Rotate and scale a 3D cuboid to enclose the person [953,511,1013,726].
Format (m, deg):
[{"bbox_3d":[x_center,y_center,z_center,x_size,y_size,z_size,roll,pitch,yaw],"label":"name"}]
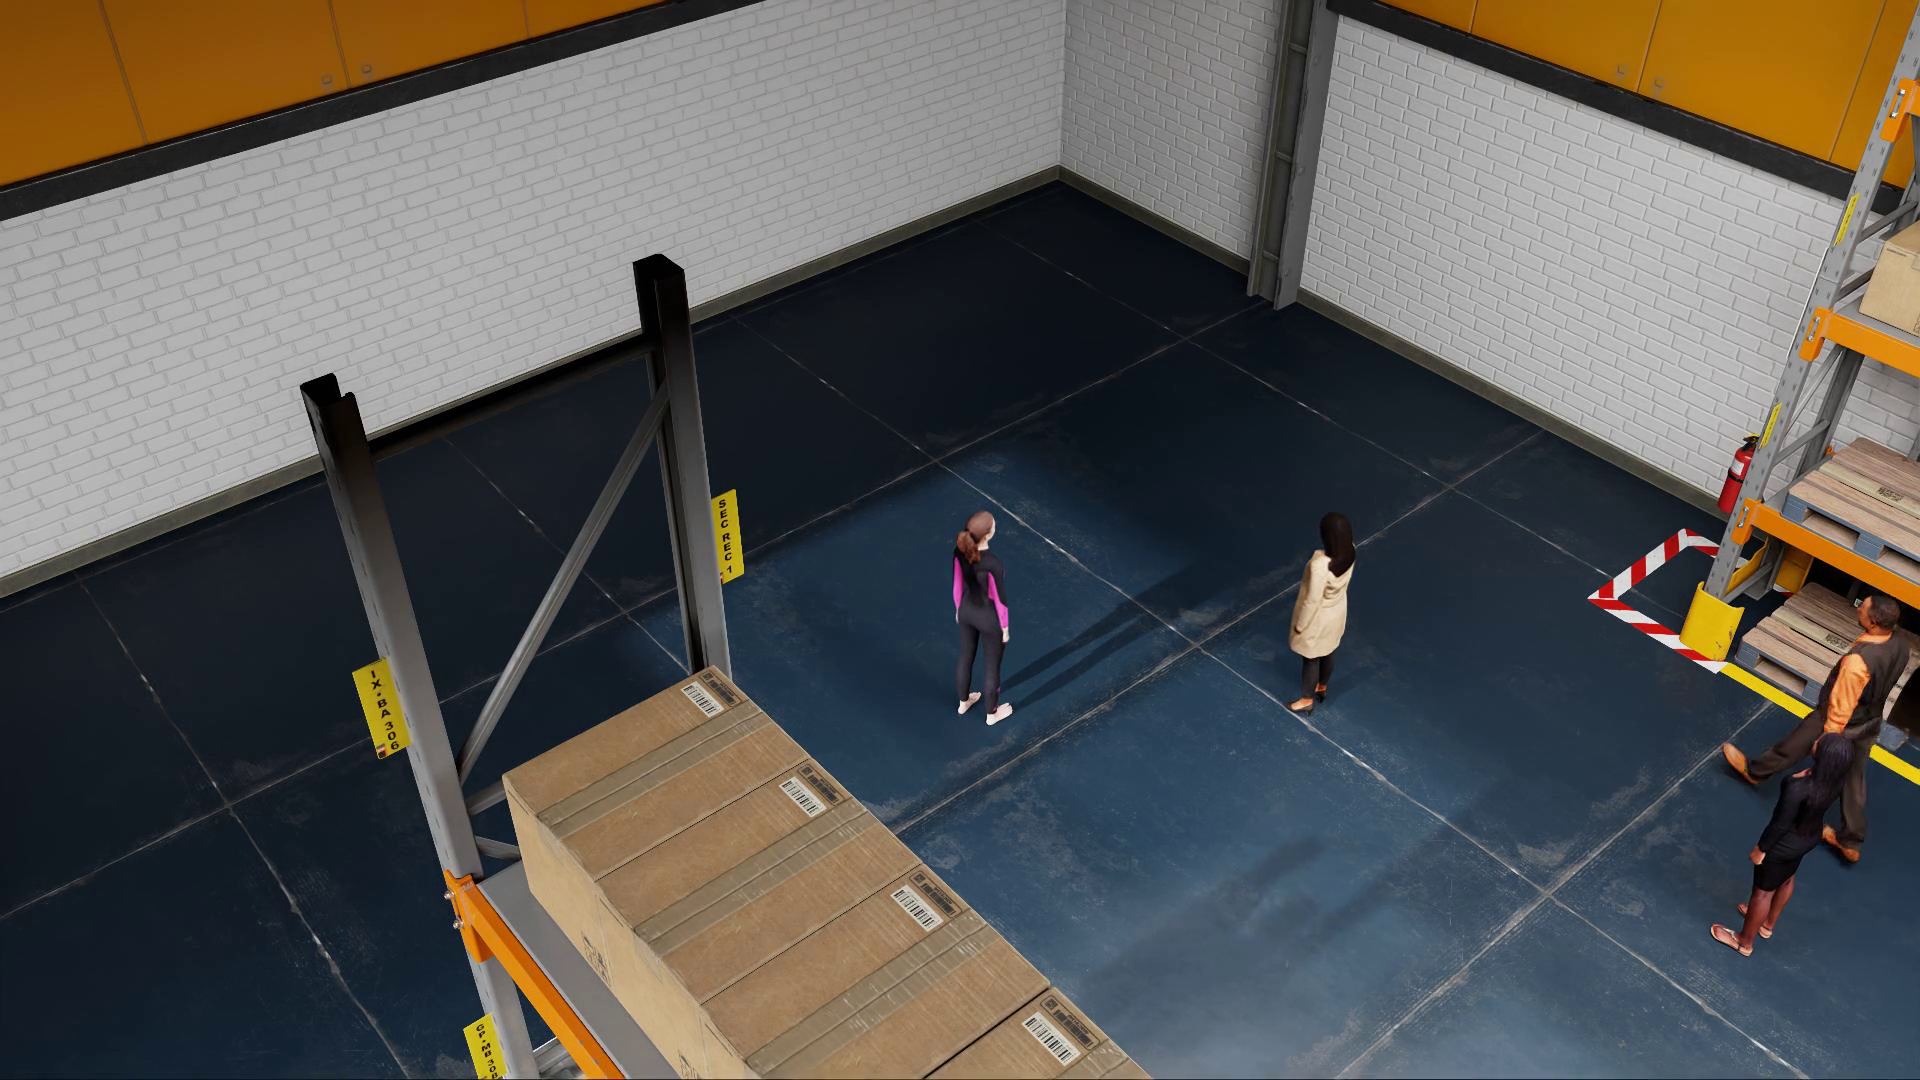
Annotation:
[{"bbox_3d":[0.138,0.512,11.038,0.587,1.752,0.680,23,44,26],"label":"person"}]

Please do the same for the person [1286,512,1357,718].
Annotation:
[{"bbox_3d":[2.423,0.500,11.109,0.646,1.682,0.538,-31,48,-33],"label":"person"}]

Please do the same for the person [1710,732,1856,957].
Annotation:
[{"bbox_3d":[4.753,1.724,9.545,0.633,1.721,0.540,-22,44,-26],"label":"person"}]

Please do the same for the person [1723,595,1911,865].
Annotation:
[{"bbox_3d":[5.465,1.190,10.116,0.924,1.843,1.346,-17,42,-20],"label":"person"}]
